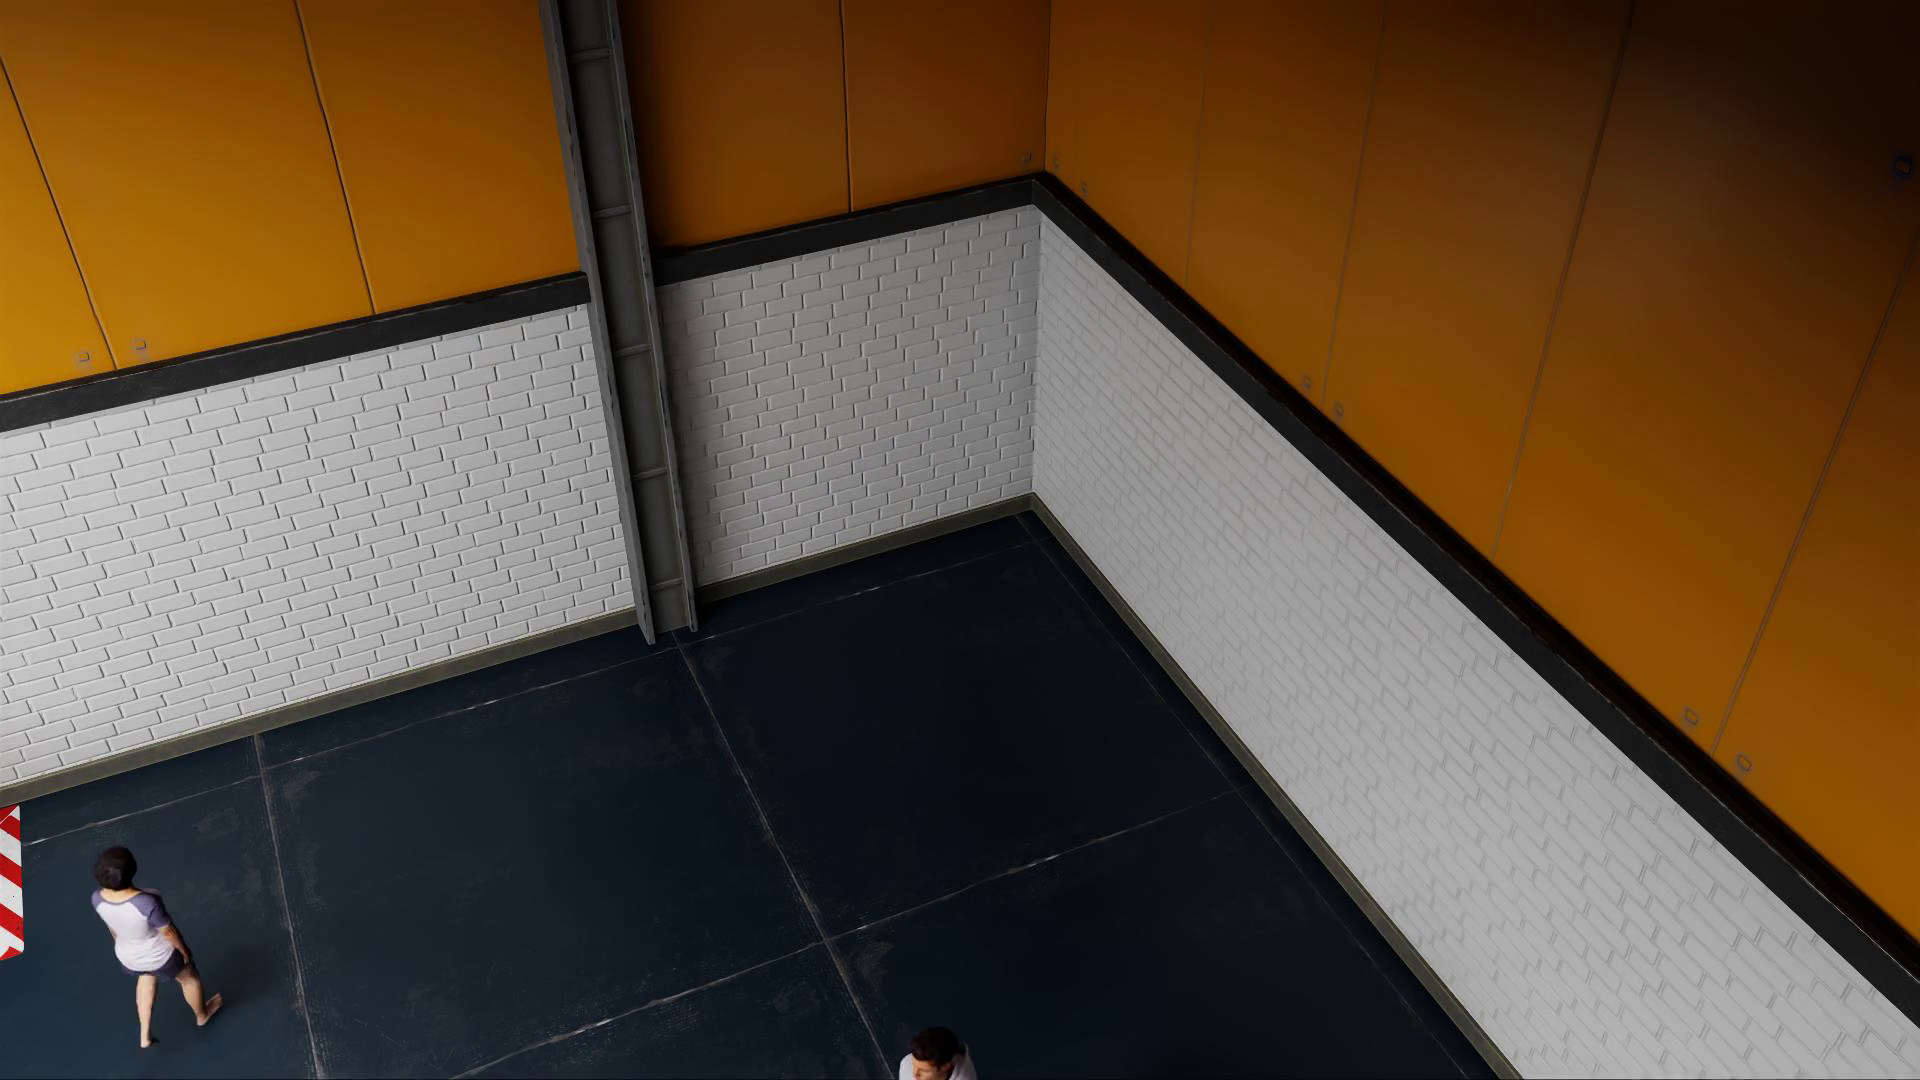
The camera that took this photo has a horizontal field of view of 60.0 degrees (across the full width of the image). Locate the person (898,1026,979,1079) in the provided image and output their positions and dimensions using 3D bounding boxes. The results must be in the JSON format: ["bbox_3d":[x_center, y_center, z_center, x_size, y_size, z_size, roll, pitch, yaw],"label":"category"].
[{"bbox_3d":[-0.015,2.952,8.236,0.820,1.913,0.835,28,46,30],"label":"person"}]

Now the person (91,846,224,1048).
[{"bbox_3d":[-4.576,2.322,9.317,0.818,1.548,0.841,6,39,8],"label":"person"}]
